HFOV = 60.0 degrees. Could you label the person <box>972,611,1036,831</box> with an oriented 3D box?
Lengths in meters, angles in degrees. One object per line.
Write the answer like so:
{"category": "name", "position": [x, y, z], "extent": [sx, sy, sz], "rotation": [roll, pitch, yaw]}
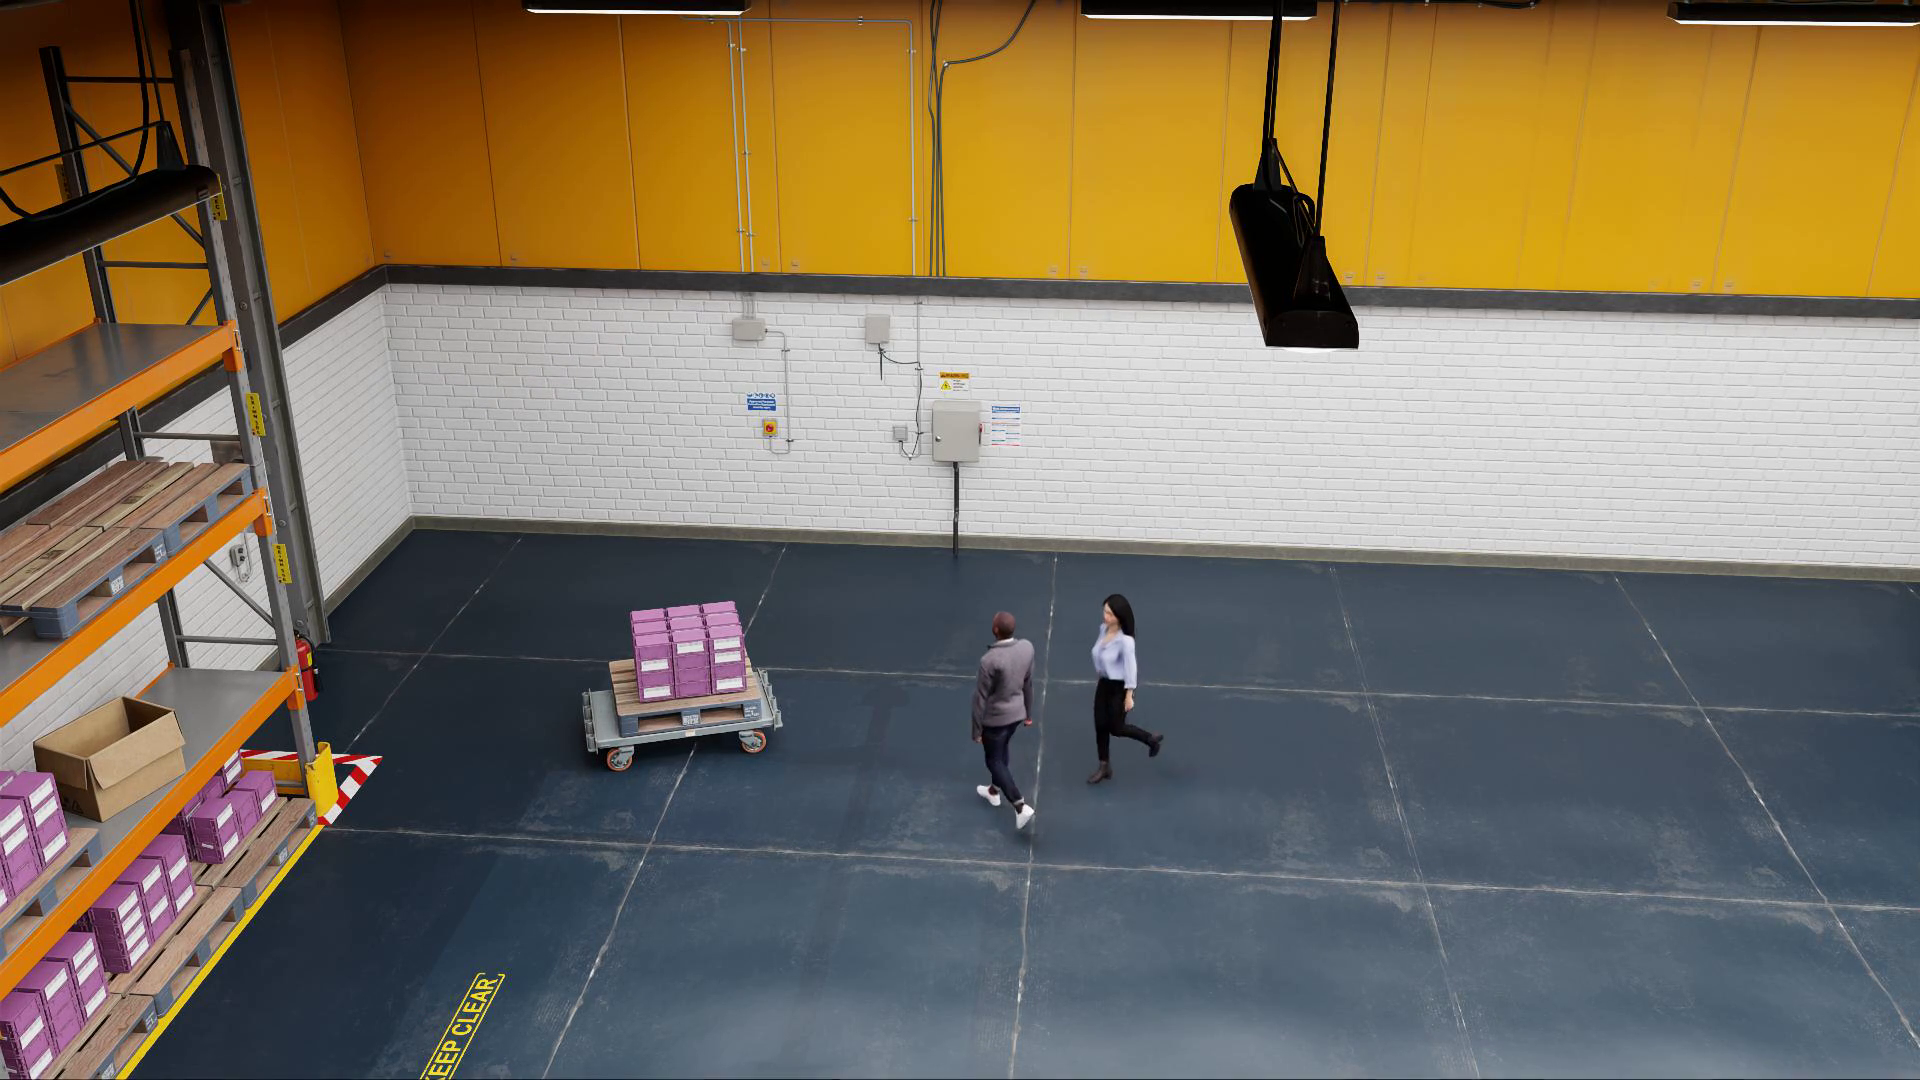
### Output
{"category": "person", "position": [0.383, 1.429, 13.091], "extent": [1.108, 1.795, 1.198], "rotation": [-16, 28, -32]}

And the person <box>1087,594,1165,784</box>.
{"category": "person", "position": [1.349, 1.225, 13.647], "extent": [1.001, 1.724, 0.989], "rotation": [-10, 25, -21]}
